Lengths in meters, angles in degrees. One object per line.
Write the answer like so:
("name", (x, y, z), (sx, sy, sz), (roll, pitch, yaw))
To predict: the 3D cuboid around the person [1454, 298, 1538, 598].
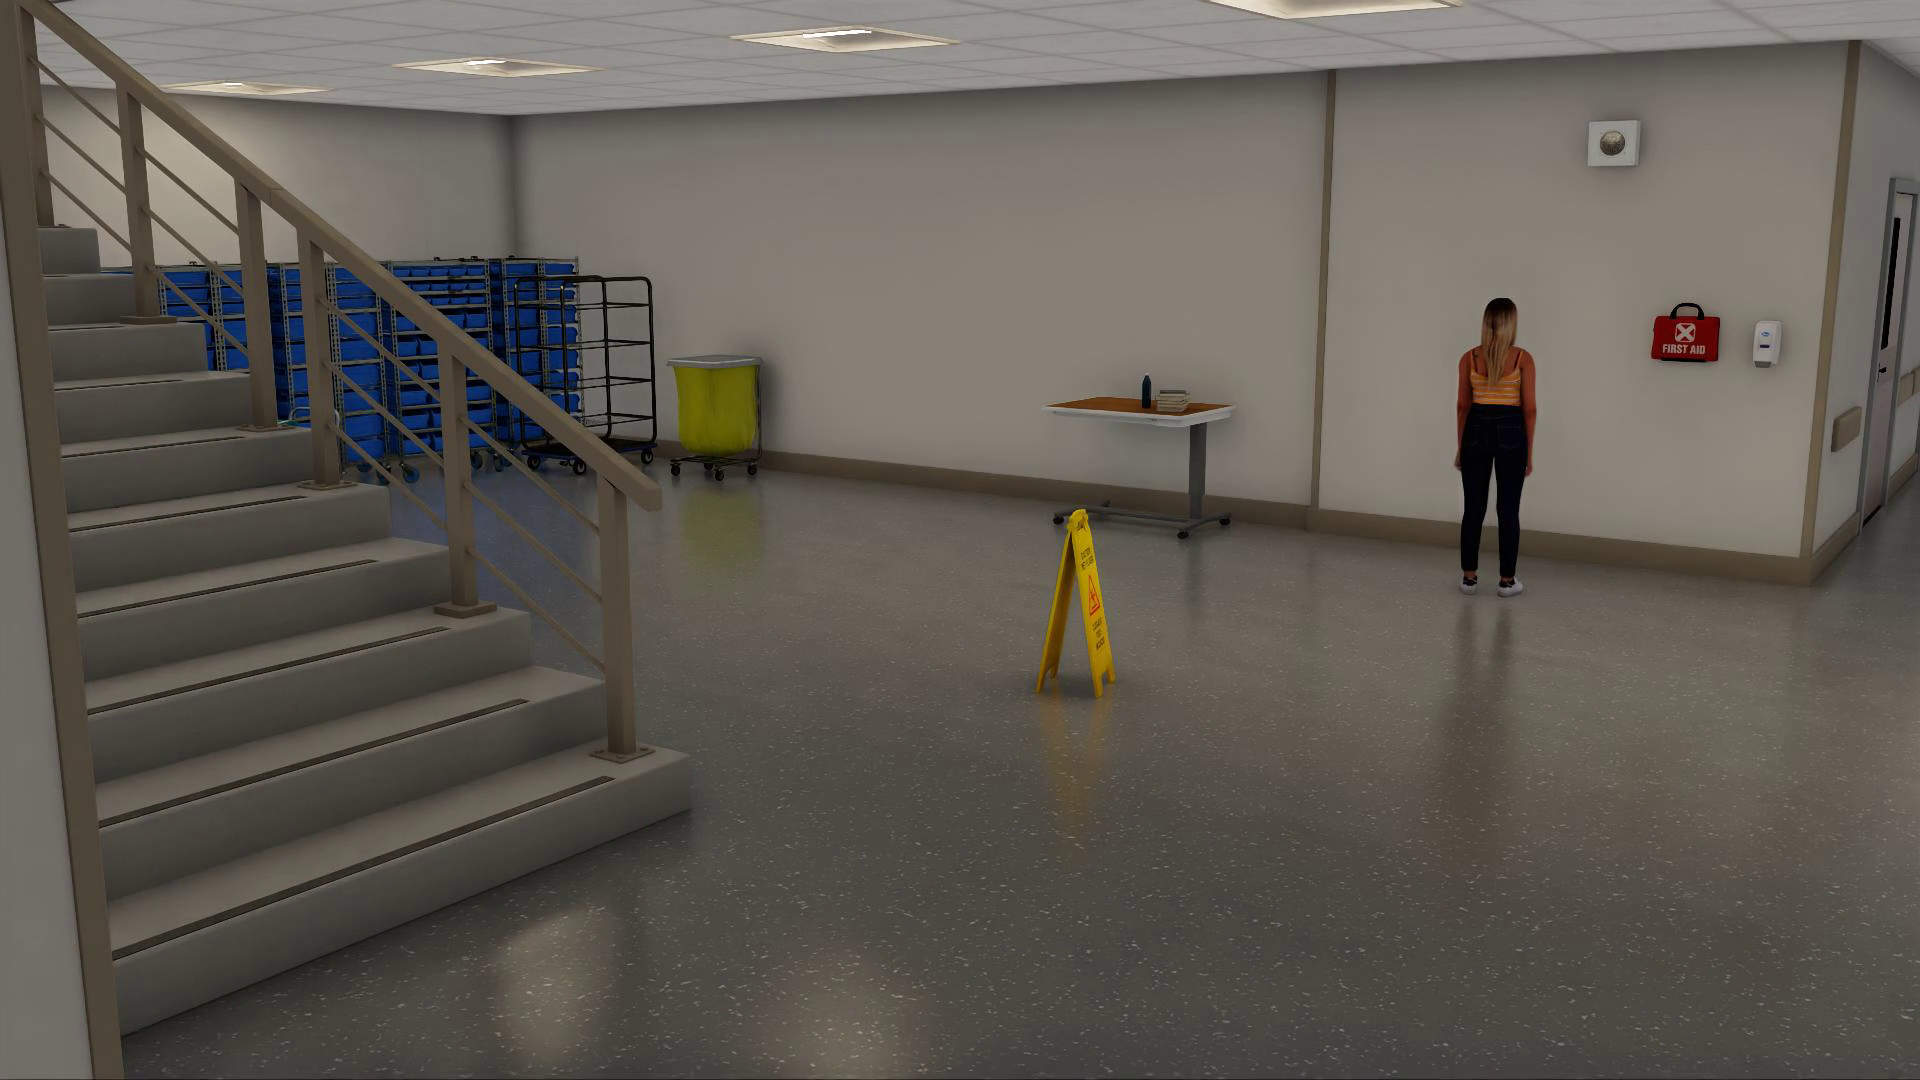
("person", (2.929, -0.510, 9.119), (0.505, 1.629, 0.662), (5, 12, 25))
